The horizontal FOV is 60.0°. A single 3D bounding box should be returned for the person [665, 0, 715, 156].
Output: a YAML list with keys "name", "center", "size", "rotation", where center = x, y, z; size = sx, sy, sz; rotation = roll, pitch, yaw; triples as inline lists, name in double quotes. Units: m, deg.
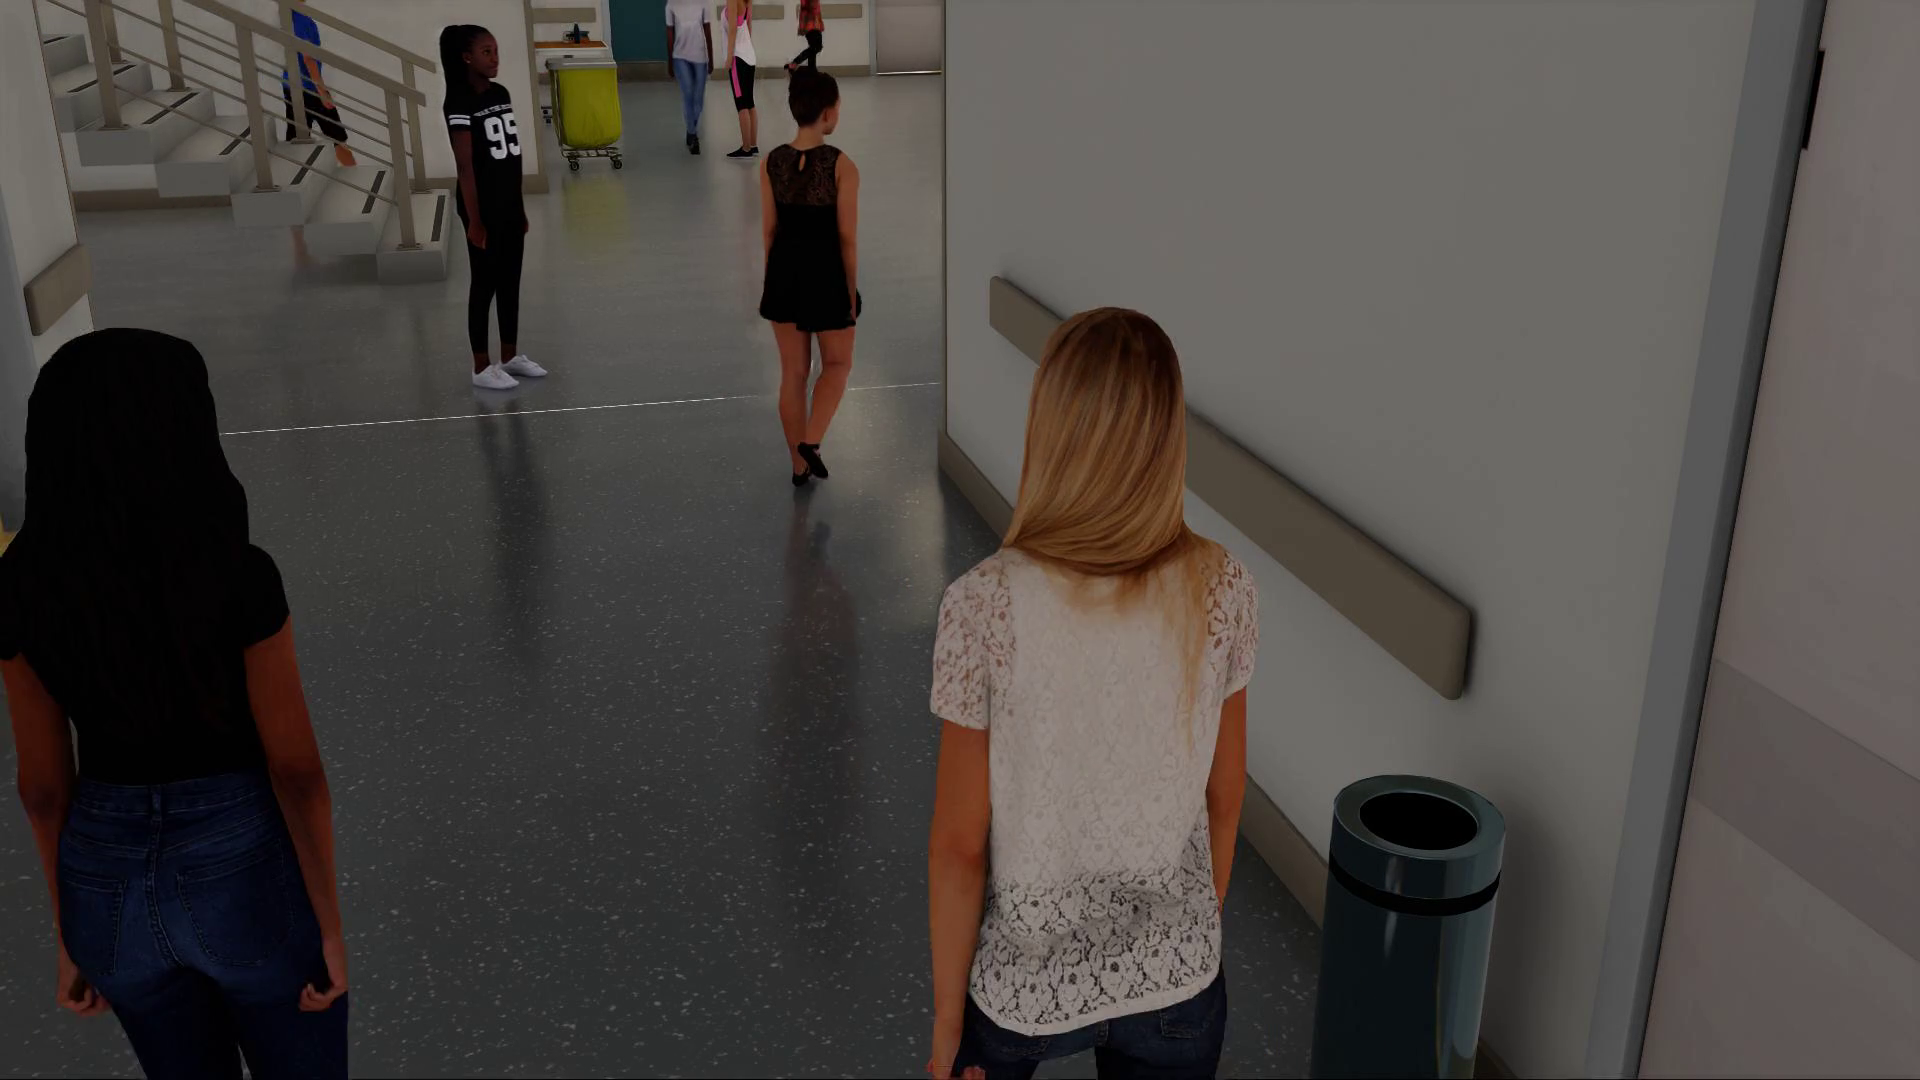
- name: "person"
  center: [-2.606, -4.585, 16.015]
  size: [1.029, 1.685, 0.672]
  rotation: [-7, 22, -17]

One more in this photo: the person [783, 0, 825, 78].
- name: "person"
  center: [-2.035, -6.777, 21.800]
  size: [0.819, 1.687, 0.650]
  rotation: [-7, 22, -18]

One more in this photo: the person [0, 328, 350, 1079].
- name: "person"
  center: [-1.061, 0.589, 2.302]
  size: [0.868, 1.722, 0.628]
  rotation: [-5, 21, -13]

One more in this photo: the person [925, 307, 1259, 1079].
- name: "person"
  center: [0.186, 0.624, 2.099]
  size: [0.609, 1.801, 0.690]
  rotation: [-2, 21, -6]

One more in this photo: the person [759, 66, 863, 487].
- name: "person"
  center: [-0.613, -0.974, 6.505]
  size: [0.774, 1.668, 0.822]
  rotation: [4, 21, 10]

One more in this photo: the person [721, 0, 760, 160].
- name: "person"
  center: [-2.061, -4.523, 15.705]
  size: [0.700, 1.788, 0.690]
  rotation: [6, 22, 16]

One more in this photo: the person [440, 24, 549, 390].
- name: "person"
  center: [-2.290, -1.615, 8.111]
  size: [0.720, 1.729, 0.691]
  rotation: [6, 22, 16]

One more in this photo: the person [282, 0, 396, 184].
- name: "person"
  center: [-5.155, -3.470, 12.853]
  size: [1.052, 1.840, 0.641]
  rotation: [-6, 22, -16]
